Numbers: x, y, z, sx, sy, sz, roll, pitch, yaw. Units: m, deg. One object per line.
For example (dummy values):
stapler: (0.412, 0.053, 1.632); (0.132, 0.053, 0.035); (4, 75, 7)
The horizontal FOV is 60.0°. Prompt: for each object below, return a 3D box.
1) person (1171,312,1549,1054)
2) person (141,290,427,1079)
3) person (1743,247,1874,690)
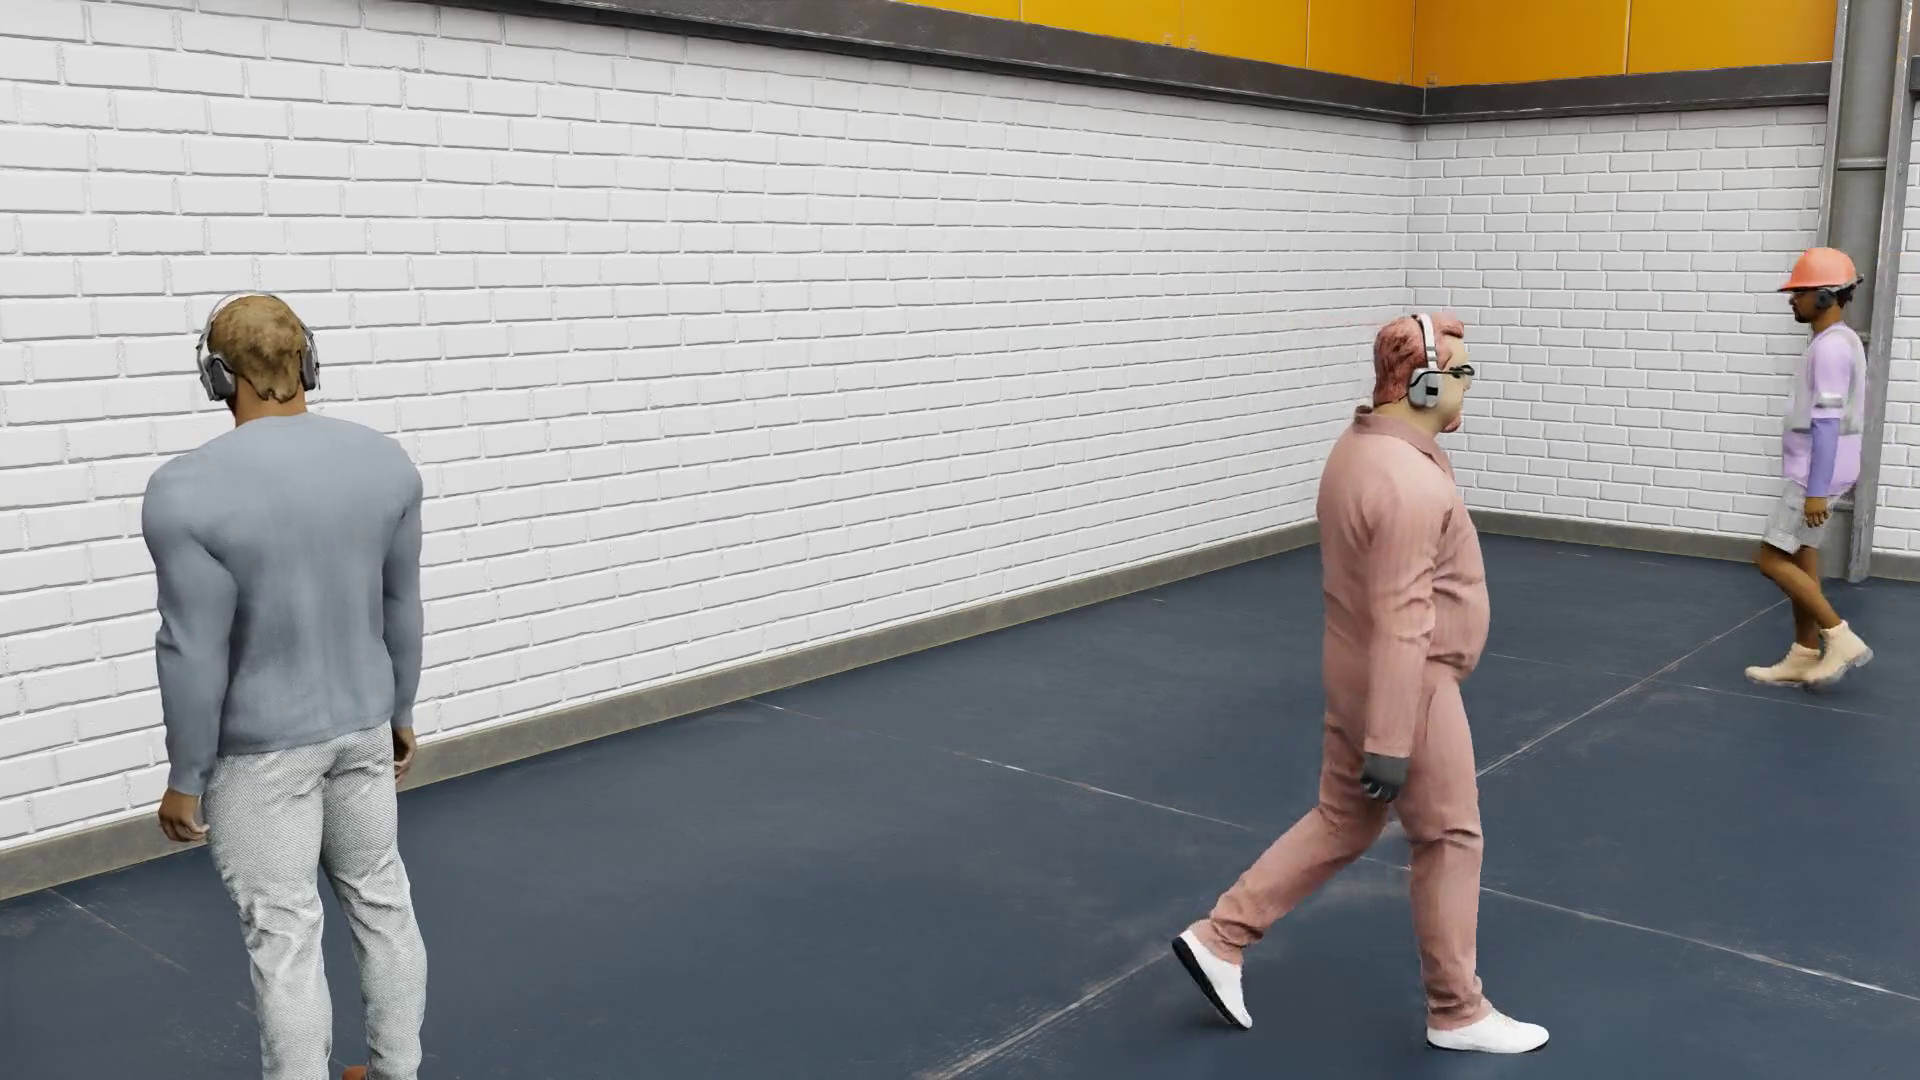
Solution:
person: (1.018, 0.373, 4.130); (0.883, 1.878, 0.647); (0, 10, -2)
person: (-1.432, 0.438, 3.596); (0.370, 1.934, 0.627); (7, 12, 34)
person: (3.853, -0.298, 7.521); (0.447, 2.024, 0.629); (6, 11, 29)
